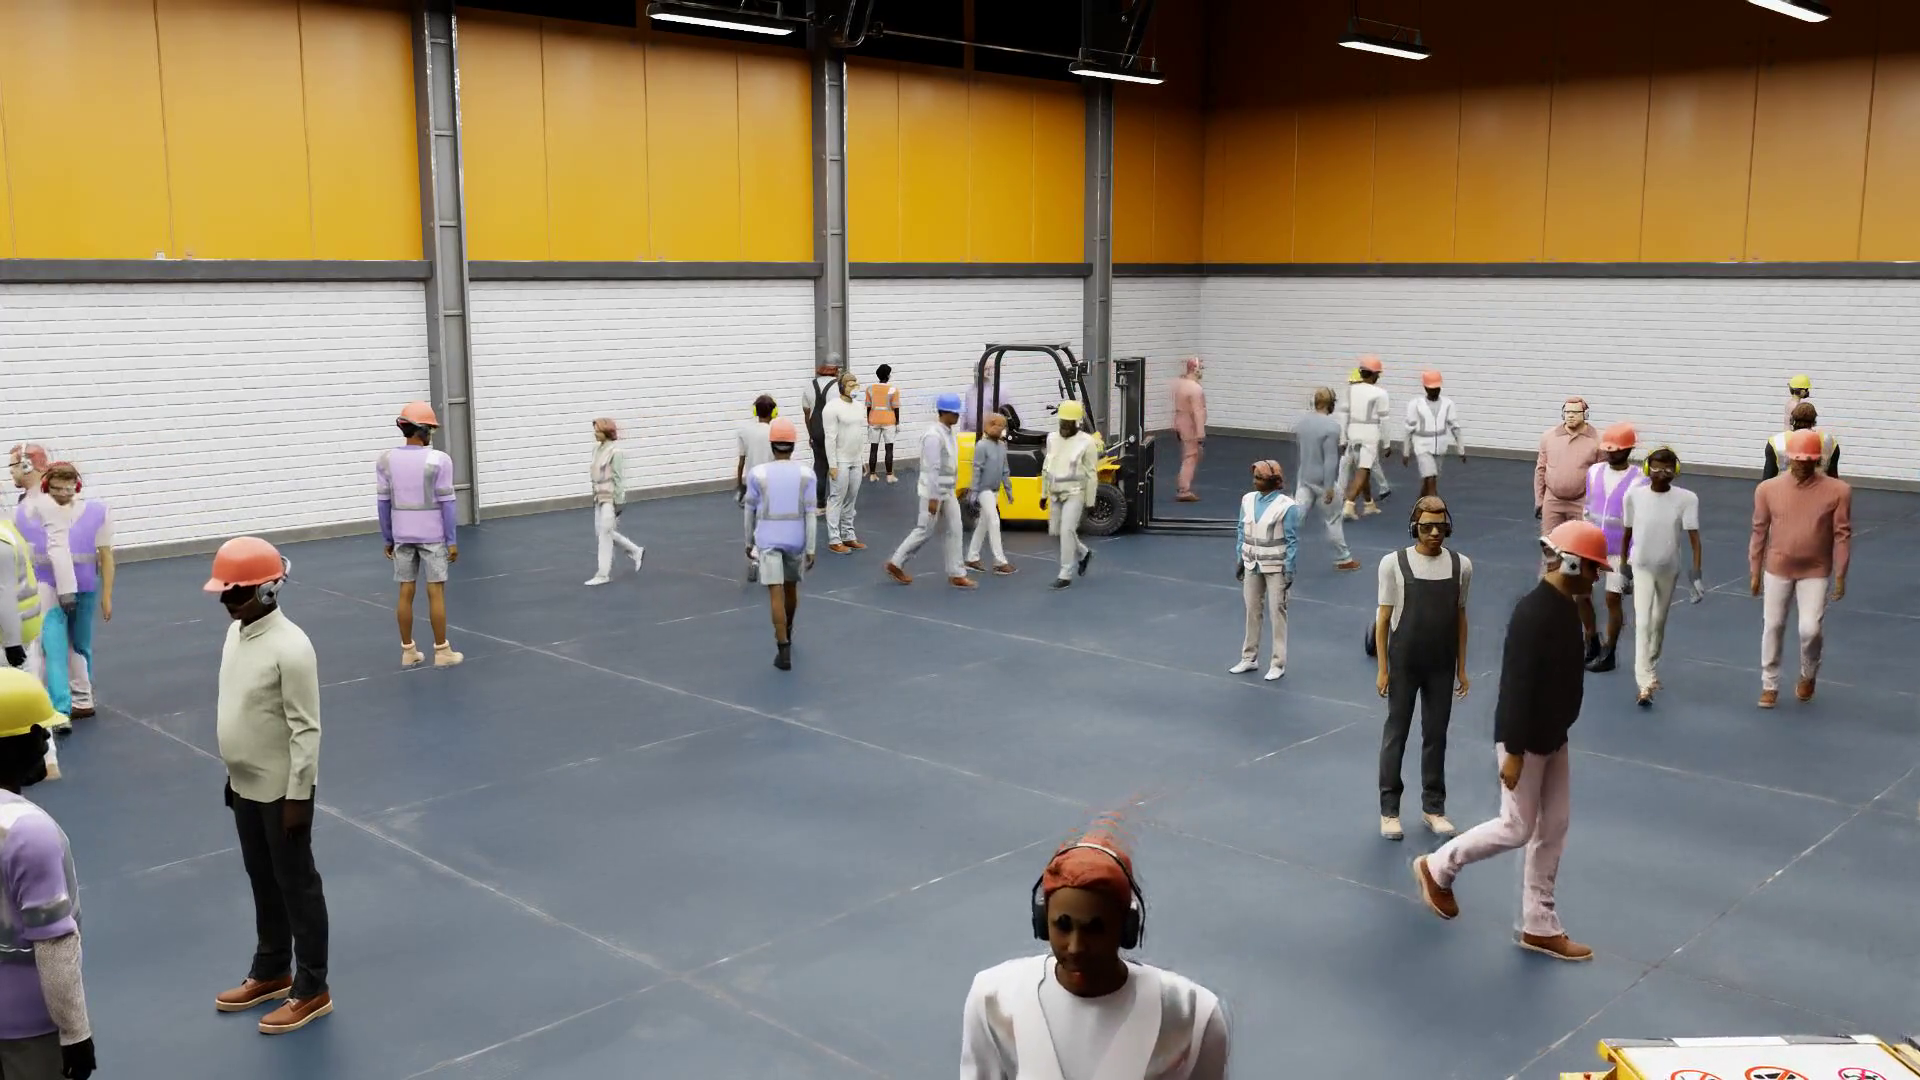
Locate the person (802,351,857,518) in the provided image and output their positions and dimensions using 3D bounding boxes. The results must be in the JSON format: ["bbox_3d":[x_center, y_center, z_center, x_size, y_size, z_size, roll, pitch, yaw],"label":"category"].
[{"bbox_3d":[-1.554,-1.302,20.405,0.688,2.000,0.536,5,11,29],"label":"person"}]

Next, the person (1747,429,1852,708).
[{"bbox_3d":[5.744,0.207,11.402,0.636,1.962,0.562,6,11,32],"label":"person"}]

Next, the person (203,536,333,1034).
[{"bbox_3d":[-2.782,0.963,6.667,0.612,1.992,0.385,8,12,39],"label":"person"}]

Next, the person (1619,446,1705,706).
[{"bbox_3d":[4.920,0.240,11.691,0.543,1.806,1.010,3,10,19],"label":"person"}]

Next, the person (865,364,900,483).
[{"bbox_3d":[-1.087,-1.643,23.574,0.531,1.690,0.319,3,10,19],"label":"person"}]

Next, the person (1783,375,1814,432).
[{"bbox_3d":[10.065,-1.108,20.060,0.313,1.767,0.534,3,10,18],"label":"person"}]

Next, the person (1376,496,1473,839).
[{"bbox_3d":[2.469,0.677,8.871,0.506,1.846,0.345,-1,9,-5],"label":"person"}]

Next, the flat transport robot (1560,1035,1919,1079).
[{"bbox_3d":[2.922,1.965,5.789,1.431,0.197,0.652,0,9,-2],"label":"flat transport robot"}]

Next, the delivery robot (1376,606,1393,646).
[{"bbox_3d":[3.522,0.574,13.160,0.477,0.478,0.707,4,10,24],"label":"delivery robot"}]

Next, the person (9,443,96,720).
[{"bbox_3d":[-6.159,0.313,11.017,0.732,1.885,0.666,-6,11,-33],"label":"person"}]

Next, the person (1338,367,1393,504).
[{"bbox_3d":[5.208,-1.331,21.422,0.891,1.796,0.579,-5,11,-28],"label":"person"}]

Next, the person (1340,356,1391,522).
[{"bbox_3d":[4.887,-1.220,20.127,1.029,2.004,0.613,-7,12,-38],"label":"person"}]

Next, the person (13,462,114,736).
[{"bbox_3d":[-5.936,0.362,11.007,0.622,1.781,0.975,-5,10,-27],"label":"person"}]

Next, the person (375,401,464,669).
[{"bbox_3d":[-4.095,-0.031,12.630,0.609,2.036,0.403,1,9,9],"label":"person"}]

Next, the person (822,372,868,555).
[{"bbox_3d":[-1.218,-0.826,17.803,0.371,1.940,0.627,6,11,32],"label":"person"}]

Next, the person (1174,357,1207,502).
[{"bbox_3d":[3.049,-1.431,21.647,0.480,1.890,0.685,-2,9,-11],"label":"person"}]

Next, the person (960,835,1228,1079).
[{"bbox_3d":[0.234,1.550,3.512,0.604,1.838,0.958,4,10,21],"label":"person"}]

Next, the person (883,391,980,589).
[{"bbox_3d":[-0.291,-0.472,15.767,0.897,1.907,0.622,4,10,23],"label":"person"}]

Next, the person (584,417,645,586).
[{"bbox_3d":[-3.353,-0.386,16.060,0.622,1.618,0.528,-7,12,-36],"label":"person"}]

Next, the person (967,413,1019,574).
[{"bbox_3d":[0.378,-0.457,16.543,0.779,1.595,0.517,6,11,32],"label":"person"}]

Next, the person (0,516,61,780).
[{"bbox_3d":[-5.689,0.562,9.677,0.739,1.810,0.658,-5,10,-26],"label":"person"}]

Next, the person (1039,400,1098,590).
[{"bbox_3d":[1.076,-0.443,15.839,0.632,1.810,0.603,-9,13,-43],"label":"person"}]

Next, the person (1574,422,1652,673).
[{"bbox_3d":[4.852,0.066,12.405,0.473,1.910,0.570,-8,12,-39],"label":"person"}]

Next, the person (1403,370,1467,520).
[{"bbox_3d":[5.537,-1.046,19.367,0.671,1.870,1.010,-1,9,-8],"label":"person"}]

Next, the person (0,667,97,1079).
[{"bbox_3d":[-2.672,1.309,4.743,0.585,1.928,0.368,5,11,30],"label":"person"}]

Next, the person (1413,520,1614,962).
[{"bbox_3d":[2.490,0.867,7.450,0.750,1.946,0.652,8,12,40],"label":"person"}]

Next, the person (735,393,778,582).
[{"bbox_3d":[-1.888,-0.470,15.911,0.544,1.844,0.481,1,9,3],"label":"person"}]

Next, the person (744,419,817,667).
[{"bbox_3d":[-1.389,0.005,12.939,0.548,1.876,1.044,-3,10,-15],"label":"person"}]

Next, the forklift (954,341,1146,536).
[{"bbox_3d":[0.977,-1.223,19.452,2.313,2.155,1.214,2,9,11],"label":"forklift"}]

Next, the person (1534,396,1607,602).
[{"bbox_3d":[5.448,-0.333,14.875,0.638,1.910,0.407,6,11,31],"label":"person"}]

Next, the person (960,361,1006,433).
[{"bbox_3d":[0.259,-1.377,21.448,0.977,1.856,0.653,-8,12,-39],"label":"person"}]

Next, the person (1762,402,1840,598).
[{"bbox_3d":[7.561,-0.324,15.021,0.622,1.844,0.429,3,10,15],"label":"person"}]

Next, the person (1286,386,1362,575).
[{"bbox_3d":[3.531,-0.585,16.505,1.039,1.889,0.653,-5,10,-27],"label":"person"}]

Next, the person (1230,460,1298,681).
[{"bbox_3d":[2.266,0.217,12.328,0.313,1.637,0.513,-8,12,-41],"label":"person"}]
